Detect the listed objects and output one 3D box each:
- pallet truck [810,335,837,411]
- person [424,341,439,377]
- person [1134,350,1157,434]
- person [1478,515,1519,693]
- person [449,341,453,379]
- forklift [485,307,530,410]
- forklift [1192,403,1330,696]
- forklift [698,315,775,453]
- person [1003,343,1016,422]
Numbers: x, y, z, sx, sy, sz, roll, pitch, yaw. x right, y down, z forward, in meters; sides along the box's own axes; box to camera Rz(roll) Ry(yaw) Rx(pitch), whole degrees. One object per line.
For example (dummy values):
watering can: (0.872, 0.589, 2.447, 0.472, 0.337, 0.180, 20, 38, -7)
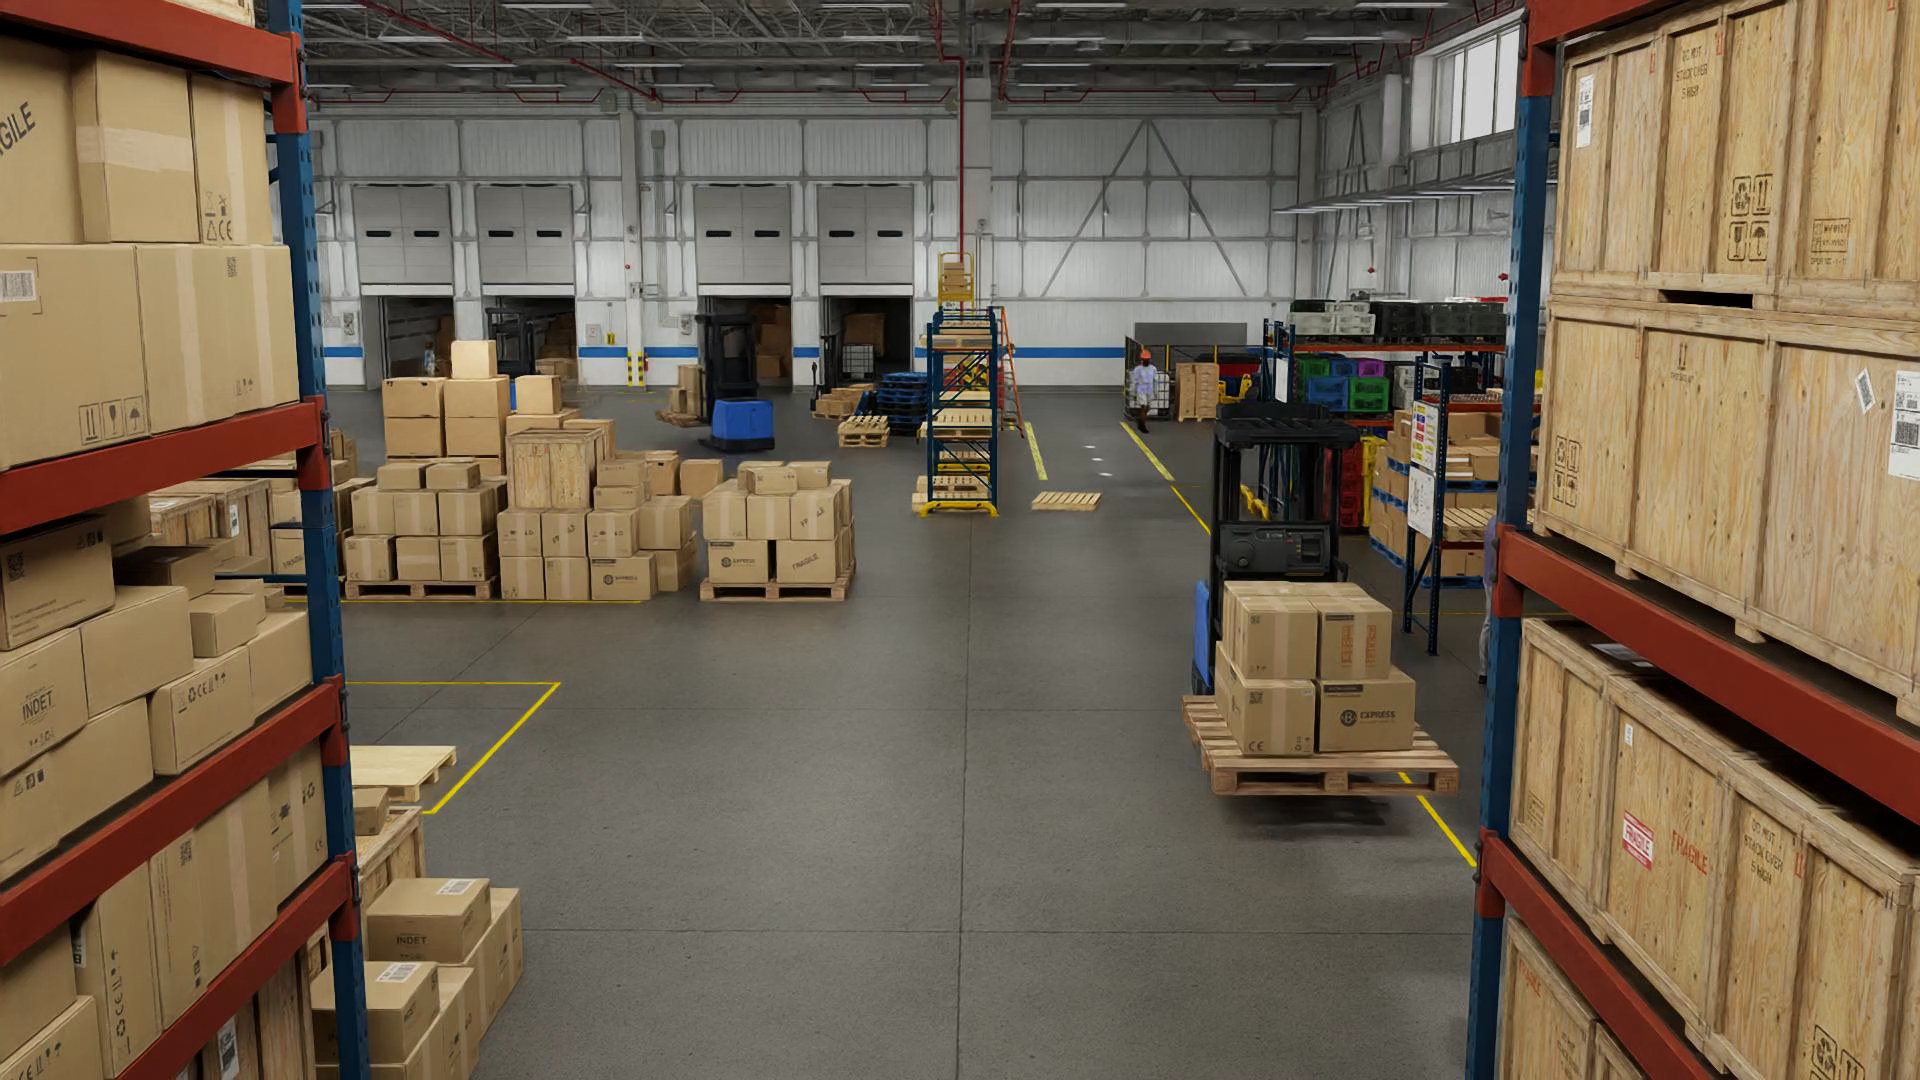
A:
pallet truck: (-3.021, -4.312, 43.126, 1.885, 1.965, 0.823, 3, 10, 17)
person: (-15.163, -4.888, 47.621, 0.866, 1.588, 0.519, -1, 10, -5)
person: (4.229, -3.424, 38.278, 0.547, 1.916, 0.807, -3, 10, -18)
person: (5.138, 0.463, 15.746, 0.355, 1.936, 0.637, 0, 10, 1)
person: (-13.105, -4.268, 43.375, 0.983, 1.837, 0.583, 3, 10, 15)
forklift: (-10.754, -4.150, 39.646, 1.129, 2.768, 1.873, 0, 10, 1)
forklift: (2.697, 0.191, 14.600, 1.129, 2.768, 1.873, 0, 10, 1)
forklift: (-4.687, -3.305, 34.769, 1.129, 2.768, 1.873, -5, 11, -26)
person: (1.202, -3.849, 40.621, 0.355, 1.938, 0.637, 0, 10, 1)
